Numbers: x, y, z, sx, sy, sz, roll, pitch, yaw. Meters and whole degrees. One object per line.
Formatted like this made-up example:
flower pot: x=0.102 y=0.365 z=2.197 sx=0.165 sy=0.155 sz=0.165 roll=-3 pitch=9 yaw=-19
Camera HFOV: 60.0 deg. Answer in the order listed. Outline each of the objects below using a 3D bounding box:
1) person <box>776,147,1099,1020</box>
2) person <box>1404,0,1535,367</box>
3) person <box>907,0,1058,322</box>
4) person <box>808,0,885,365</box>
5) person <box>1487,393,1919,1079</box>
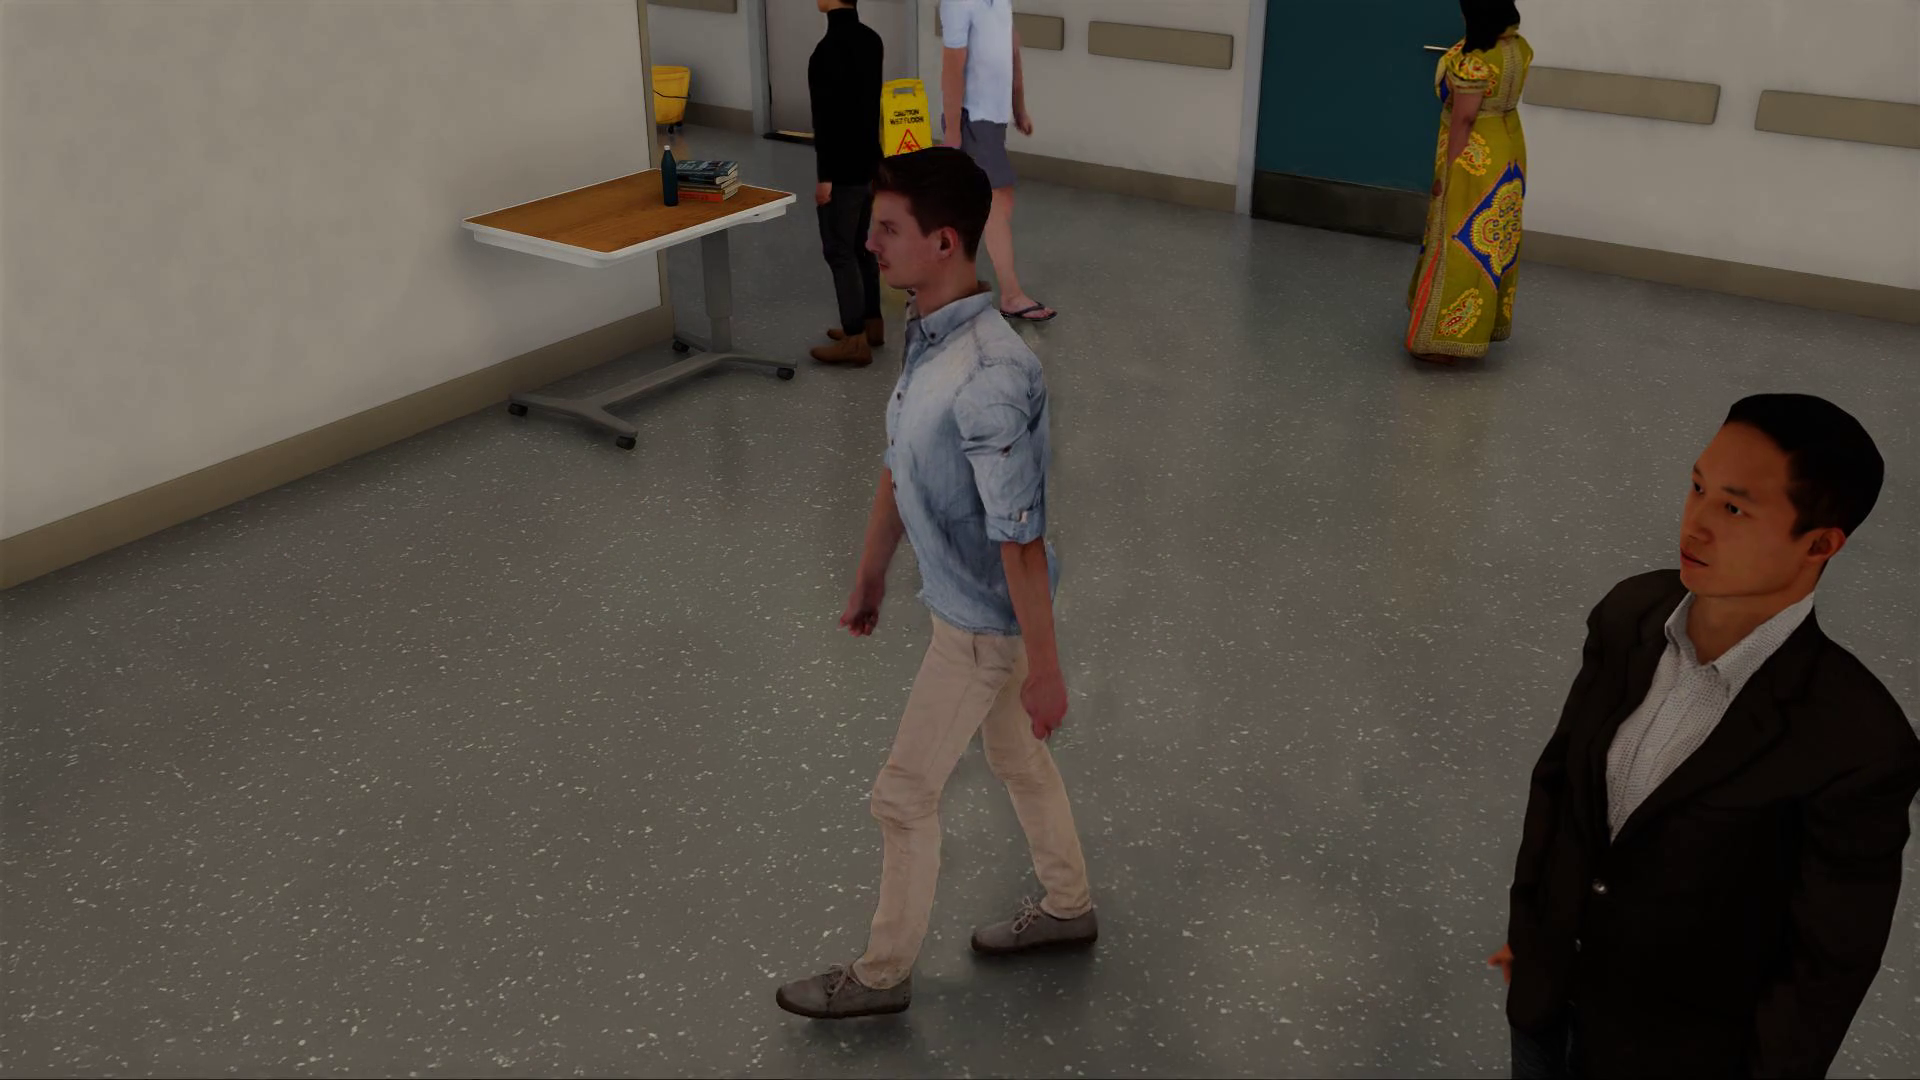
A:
person: x=0.129 y=0.142 z=3.335 sx=1.114 sy=1.818 sz=1.062 roll=-5 pitch=26 yaw=-10
person: x=2.197 y=-1.580 z=7.089 sx=0.836 sy=1.657 sz=0.903 roll=23 pitch=34 yaw=39
person: x=-0.003 y=-1.903 z=7.606 sx=1.226 sy=1.792 sz=0.840 roll=9 pitch=27 yaw=18
person: x=-0.476 y=-1.605 z=7.072 sx=0.648 sy=1.718 sz=0.710 roll=9 pitch=27 yaw=18
person: x=0.964 y=0.645 z=2.306 sx=0.813 sy=1.805 sz=0.687 roll=-10 pitch=27 yaw=-20
